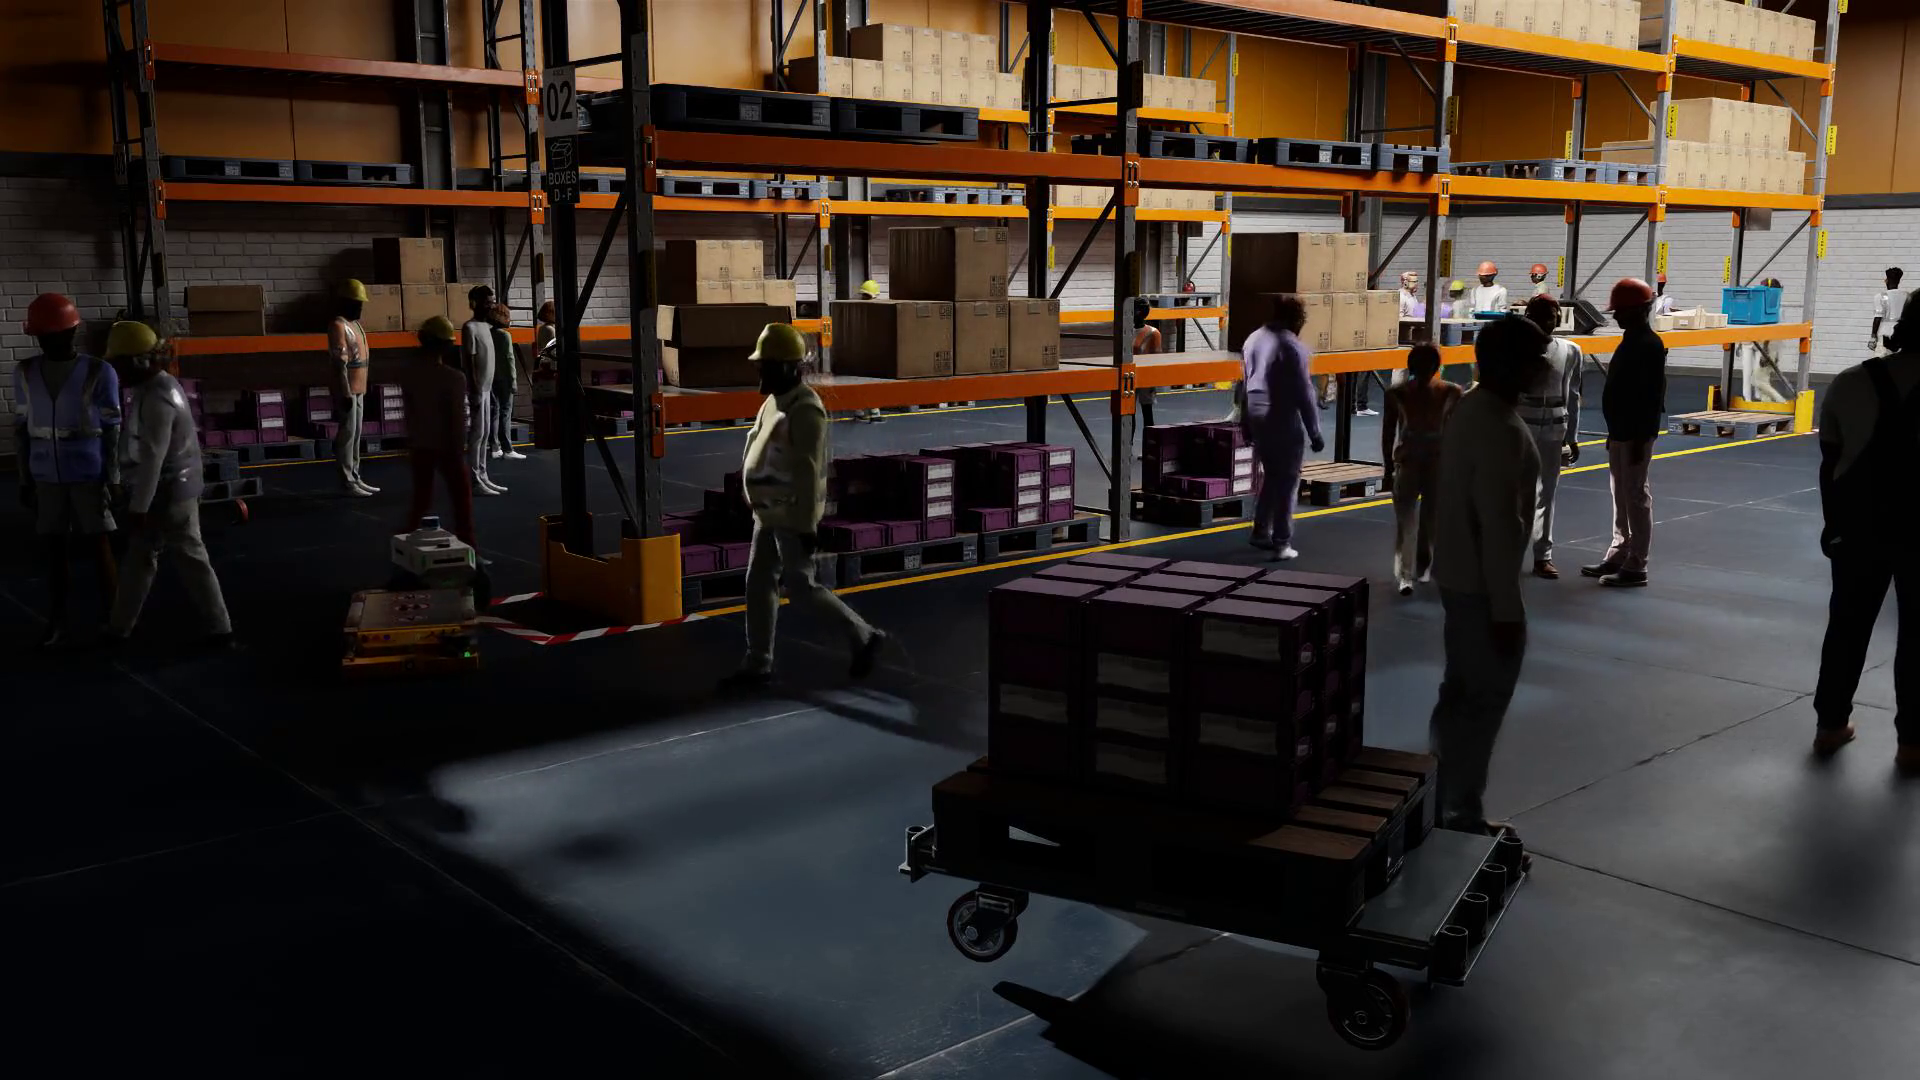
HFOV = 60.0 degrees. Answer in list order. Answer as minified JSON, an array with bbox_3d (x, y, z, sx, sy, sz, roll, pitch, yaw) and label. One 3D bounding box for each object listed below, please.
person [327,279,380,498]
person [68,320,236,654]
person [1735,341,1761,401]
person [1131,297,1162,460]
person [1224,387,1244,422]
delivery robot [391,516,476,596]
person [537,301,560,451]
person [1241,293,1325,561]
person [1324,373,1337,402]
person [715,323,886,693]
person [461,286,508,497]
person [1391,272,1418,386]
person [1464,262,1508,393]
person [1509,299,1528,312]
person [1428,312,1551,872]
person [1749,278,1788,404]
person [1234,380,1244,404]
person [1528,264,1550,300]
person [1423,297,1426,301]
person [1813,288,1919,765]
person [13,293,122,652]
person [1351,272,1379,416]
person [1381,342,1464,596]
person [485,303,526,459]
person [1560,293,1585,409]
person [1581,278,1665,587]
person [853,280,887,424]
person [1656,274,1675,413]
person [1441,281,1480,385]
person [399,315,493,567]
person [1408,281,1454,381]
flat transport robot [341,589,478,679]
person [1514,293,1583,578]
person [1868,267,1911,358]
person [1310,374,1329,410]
[{"bbox_3d":[-5.376,-1.339,14.730,0.383,1.921,0.585,-1,10,-4],"label":"person"},{"bbox_3d":[-4.291,-0.243,8.698,0.889,1.783,0.602,-5,11,-25],"label":"person"},{"bbox_3d":[11.428,-2.766,23.937,0.522,1.625,0.388,4,11,25],"label":"person"},{"bbox_3d":[1.862,-1.688,17.426,0.531,1.698,0.320,9,13,42],"label":"person"},{"bbox_3d":[2.914,-1.670,16.934,0.916,1.839,0.527,-5,11,-29],"label":"person"},{"bbox_3d":[-3.178,0.101,10.020,0.477,0.478,0.707,-6,12,-32],"label":"delivery robot"},{"bbox_3d":[-4.471,-1.795,18.237,0.273,1.631,0.507,-6,11,-30],"label":"person"},{"bbox_3d":[2.253,-0.788,11.681,0.502,1.865,0.742,-5,11,-27],"label":"person"},{"bbox_3d":[5.377,-2.960,24.070,0.611,1.973,0.606,-8,13,-40],"label":"person"},{"bbox_3d":[-0.791,-0.151,8.096,0.795,1.809,0.606,-4,11,-24],"label":"person"},{"bbox_3d":[-4.241,-1.323,14.807,0.323,1.864,0.521,0,10,1],"label":"person"},{"bbox_3d":[6.234,-2.779,23.203,0.410,1.909,0.642,5,11,29],"label":"person"},{"bbox_3d":[7.967,-3.186,25.206,0.403,2.036,0.609,-8,13,-41],"label":"person"},{"bbox_3d":[6.297,-1.902,18.850,0.514,1.639,0.311,3,10,19],"label":"person"},{"bbox_3d":[1.830,0.177,5.808,0.354,1.937,0.639,1,10,6],"label":"person"},{"bbox_3d":[10.245,-2.372,20.991,0.473,1.845,0.551,8,13,40],"label":"person"},{"bbox_3d":[2.814,-1.423,15.791,0.431,1.722,0.506,-8,13,-40],"label":"person"},{"bbox_3d":[9.758,-3.664,28.126,0.381,1.994,0.622,3,10,16],"label":"person"},{"bbox_3d":[6.347,-2.521,22.480,0.282,1.636,0.498,0,10,-1],"label":"person"},{"bbox_3d":[4.003,-0.083,7.023,0.687,2.000,0.535,10,14,44],"label":"person"},{"bbox_3d":[-4.779,-0.350,8.918,0.542,1.928,0.374,-1,10,-6],"label":"person"},{"bbox_3d":[5.359,-2.618,22.225,0.373,1.917,0.595,-4,11,-24],"label":"person"},{"bbox_3d":[2.931,-0.459,10.548,0.516,1.589,0.893,2,10,12],"label":"person"},{"bbox_3d":[-4.811,-1.659,17.445,0.497,1.632,0.289,9,13,42],"label":"person"},{"bbox_3d":[8.390,-2.599,22.883,0.529,1.658,0.851,7,12,35],"label":"person"},{"bbox_3d":[4.307,-0.690,10.738,0.393,1.986,0.611,1,10,4],"label":"person"},{"bbox_3d":[-1.156,-2.372,21.072,0.625,1.822,0.421,8,13,39],"label":"person"},{"bbox_3d":[9.413,-2.688,22.581,0.373,1.934,0.551,-3,10,-15],"label":"person"},{"bbox_3d":[8.235,-3.425,27.552,0.923,1.721,0.527,7,12,36],"label":"person"},{"bbox_3d":[-3.458,-0.614,11.001,0.526,1.737,0.764,3,10,17],"label":"person"},{"bbox_3d":[5.853,-2.321,20.731,0.438,1.831,0.600,-8,13,-40],"label":"person"},{"bbox_3d":[-2.948,0.470,8.959,0.652,0.197,1.431,-3,10,-17],"label":"flat transport robot"},{"bbox_3d":[3.790,-0.679,10.969,0.586,1.883,0.340,0,10,2],"label":"person"},{"bbox_3d":[13.487,-2.967,24.127,0.607,1.966,0.373,-1,10,-6],"label":"person"},{"bbox_3d":[5.042,-2.783,23.227,0.554,1.910,0.671,-1,10,-5],"label":"person"}]
